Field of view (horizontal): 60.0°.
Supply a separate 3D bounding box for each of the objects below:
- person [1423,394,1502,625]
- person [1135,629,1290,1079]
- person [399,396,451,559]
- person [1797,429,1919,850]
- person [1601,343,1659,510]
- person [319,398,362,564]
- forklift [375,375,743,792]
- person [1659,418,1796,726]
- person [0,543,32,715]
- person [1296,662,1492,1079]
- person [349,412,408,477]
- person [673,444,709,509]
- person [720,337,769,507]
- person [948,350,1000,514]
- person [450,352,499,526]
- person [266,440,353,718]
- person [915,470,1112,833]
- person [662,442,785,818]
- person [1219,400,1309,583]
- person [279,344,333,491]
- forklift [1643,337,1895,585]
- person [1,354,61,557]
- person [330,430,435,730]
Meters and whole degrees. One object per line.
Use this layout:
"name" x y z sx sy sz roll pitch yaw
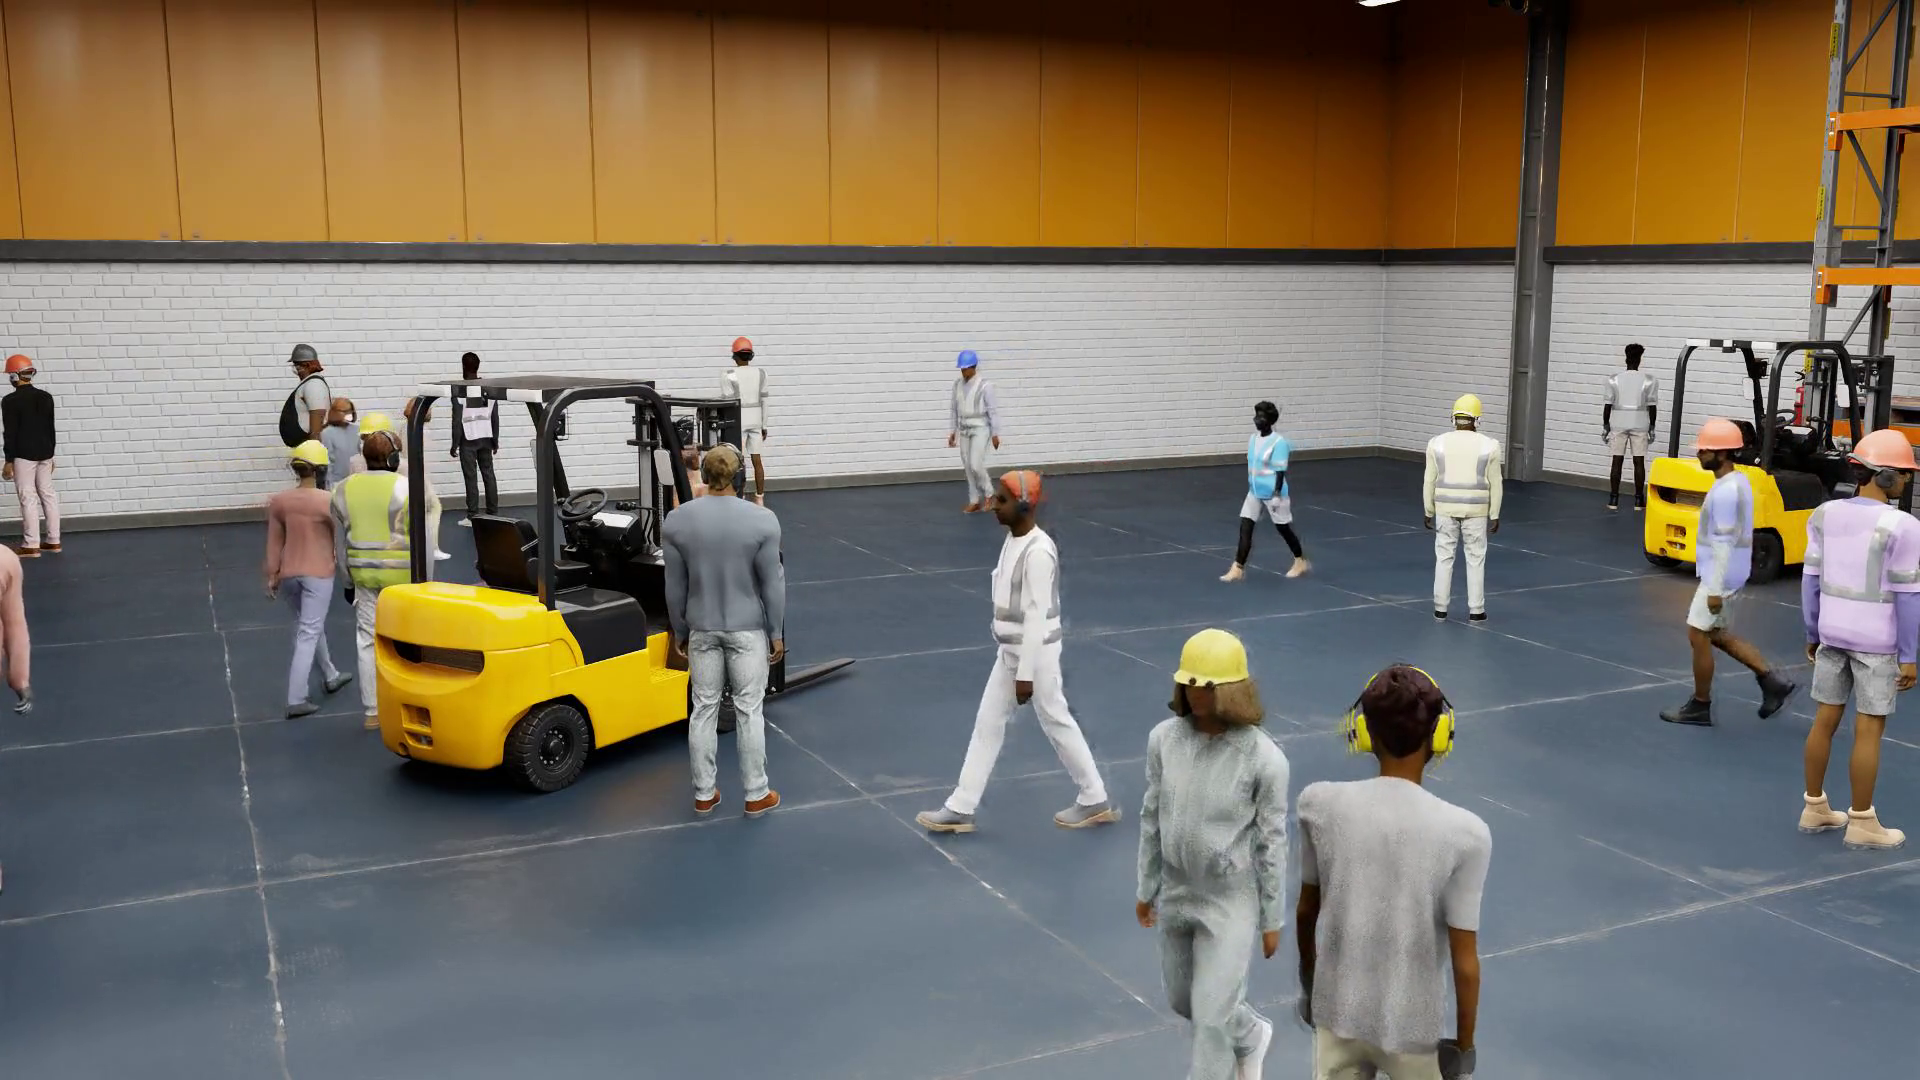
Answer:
"person" 3.996 -0.242 13.231 0.598 1.830 0.403 4 10 23
"person" 0.817 1.101 5.235 0.494 1.718 0.752 8 12 41
"person" -5.194 -0.583 16.034 0.527 1.609 0.601 8 12 39
"person" 4.410 0.478 8.114 0.383 2.039 0.615 -4 10 -21
"person" 7.873 -1.330 19.565 0.607 1.966 0.373 4 10 25
"person" -5.773 -0.542 15.758 0.757 1.601 0.521 6 11 32
"forklift" -2.268 0.149 9.685 1.214 2.155 2.313 6 11 32
"person" 4.712 0.217 10.127 0.650 1.916 0.564 6 11 33
"person" -4.667 0.640 7.685 0.971 1.865 0.654 8 12 41
"person" 1.087 1.209 4.230 0.510 1.831 0.818 5 10 27
"person" -4.368 -0.108 12.632 0.537 1.751 0.602 3 10 20
"person" -1.912 0.087 11.844 0.524 1.621 0.449 9 13 43
"person" -2.520 -1.342 19.401 0.607 2.044 0.372 -6 11 -34
"person" 0.138 -1.235 19.149 0.611 1.915 0.484 9 13 44
"person" -5.334 -1.105 18.316 0.376 1.917 0.600 8 12 39
"person" -4.117 0.226 10.665 0.531 1.725 0.891 3 10 16
"person" 0.312 0.565 8.229 1.016 1.830 0.594 -2 9 -15
"person" -1.193 0.466 8.508 0.630 1.940 0.372 1 9 9
"person" 2.793 -0.441 15.013 0.894 1.654 0.532 -5 10 -29
"person" -6.974 -1.076 17.758 0.538 2.000 0.690 -3 10 -20
"forklift" 7.551 -0.789 15.507 2.313 2.155 1.214 -4 10 -25
"person" -9.163 -0.829 16.374 0.380 1.994 0.611 2 9 12
"person" -3.484 0.250 10.148 0.624 1.845 0.430 2 9 12
